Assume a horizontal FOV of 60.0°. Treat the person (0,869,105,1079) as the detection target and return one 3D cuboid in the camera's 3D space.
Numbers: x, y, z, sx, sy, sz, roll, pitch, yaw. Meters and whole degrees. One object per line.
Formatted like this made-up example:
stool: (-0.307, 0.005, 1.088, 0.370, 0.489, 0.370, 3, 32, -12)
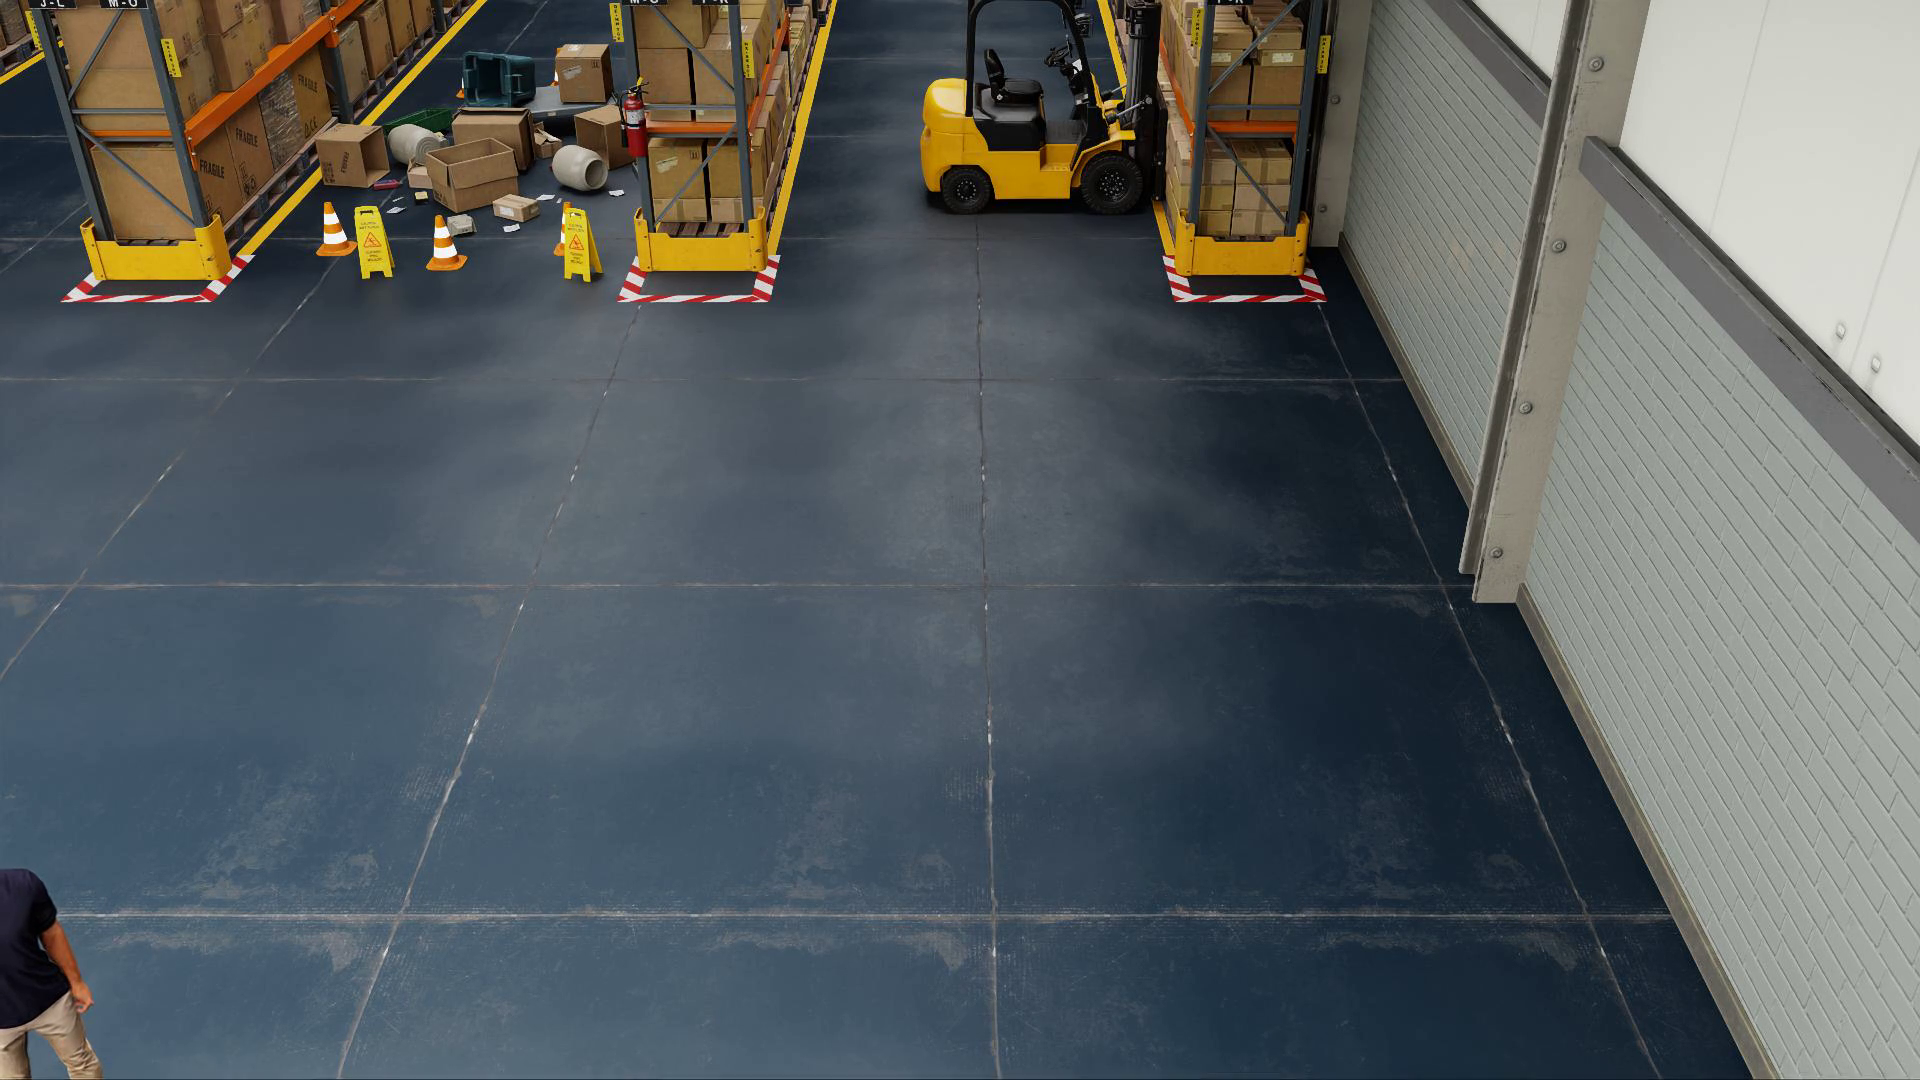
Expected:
person: (-3.800, 1.859, 6.717, 0.722, 1.857, 0.727, -20, 37, -28)
